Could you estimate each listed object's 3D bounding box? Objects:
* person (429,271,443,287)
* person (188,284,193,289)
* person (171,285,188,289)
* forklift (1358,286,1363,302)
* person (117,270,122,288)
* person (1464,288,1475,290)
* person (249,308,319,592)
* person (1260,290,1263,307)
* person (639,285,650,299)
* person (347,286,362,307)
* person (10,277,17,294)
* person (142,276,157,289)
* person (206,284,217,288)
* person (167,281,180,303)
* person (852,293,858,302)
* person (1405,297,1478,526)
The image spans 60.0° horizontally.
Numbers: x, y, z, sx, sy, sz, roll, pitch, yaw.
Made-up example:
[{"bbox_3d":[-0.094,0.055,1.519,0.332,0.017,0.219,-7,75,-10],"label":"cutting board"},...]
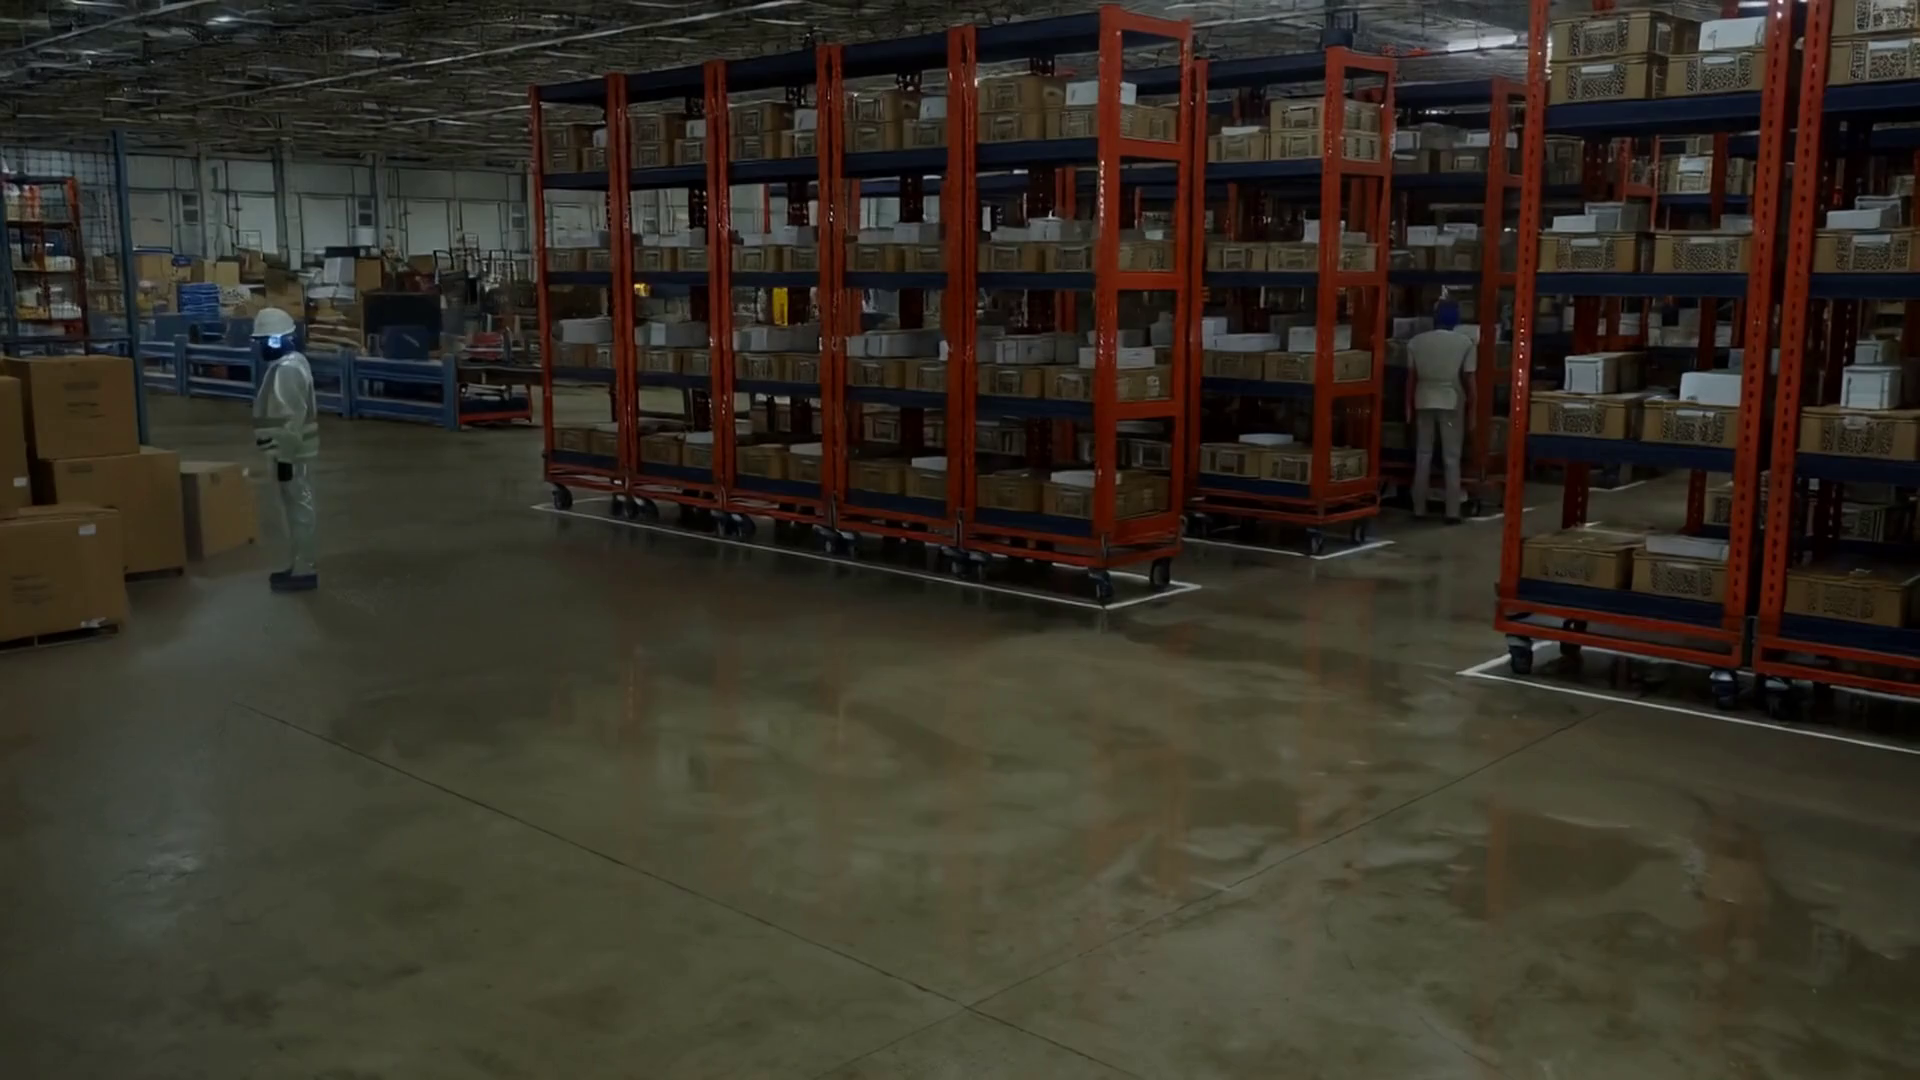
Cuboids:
[{"bbox_3d":[-17.958,-8.309,57.460,1.029,2.000,0.700,-8,12,-41],"label":"person"},{"bbox_3d":[-34.044,-10.885,73.674,0.796,1.916,0.634,-8,12,-41],"label":"person"},{"bbox_3d":[-32.212,-10.039,68.775,0.691,1.811,0.559,-3,10,-16],"label":"person"},{"bbox_3d":[11.100,-7.017,46.970,1.873,2.768,1.129,9,13,43],"label":"forklift"},{"bbox_3d":[-26.227,-7.457,52.230,0.615,2.040,0.391,3,10,20],"label":"person"},{"bbox_3d":[20.653,-9.700,67.341,0.506,1.596,0.876,6,11,31],"label":"person"},{"bbox_3d":[-4.348,-0.579,10.732,0.403,1.823,0.586,-4,10,-21],"label":"person"},{"bbox_3d":[10.298,-8.180,57.835,0.597,1.662,0.651,2,10,14],"label":"person"},{"bbox_3d":[-12.585,-9.751,66.760,0.571,1.884,0.972,5,11,29],"label":"person"},{"bbox_3d":[-18.958,-7.334,52.088,0.527,1.845,0.796,-1,9,-3],"label":"person"},{"bbox_3d":[-42.631,-11.095,74.869,0.478,1.929,0.628,-1,9,-3],"label":"person"},{"bbox_3d":[-28.542,-8.373,58.530,0.526,1.818,0.942,-1,9,-9],"label":"person"},{"bbox_3d":[-31.617,-10.402,70.587,0.651,1.952,0.788,1,9,8],"label":"person"},{"bbox_3d":[-20.137,-5.788,42.844,0.324,1.765,0.534,4,10,26],"label":"person"},{"bbox_3d":[-5.325,-12.503,83.549,0.654,1.911,0.546,-8,12,-42],"label":"person"},{"bbox_3d":[3.883,-1.037,13.464,0.571,1.843,0.373,5,11,30],"label":"person"}]
